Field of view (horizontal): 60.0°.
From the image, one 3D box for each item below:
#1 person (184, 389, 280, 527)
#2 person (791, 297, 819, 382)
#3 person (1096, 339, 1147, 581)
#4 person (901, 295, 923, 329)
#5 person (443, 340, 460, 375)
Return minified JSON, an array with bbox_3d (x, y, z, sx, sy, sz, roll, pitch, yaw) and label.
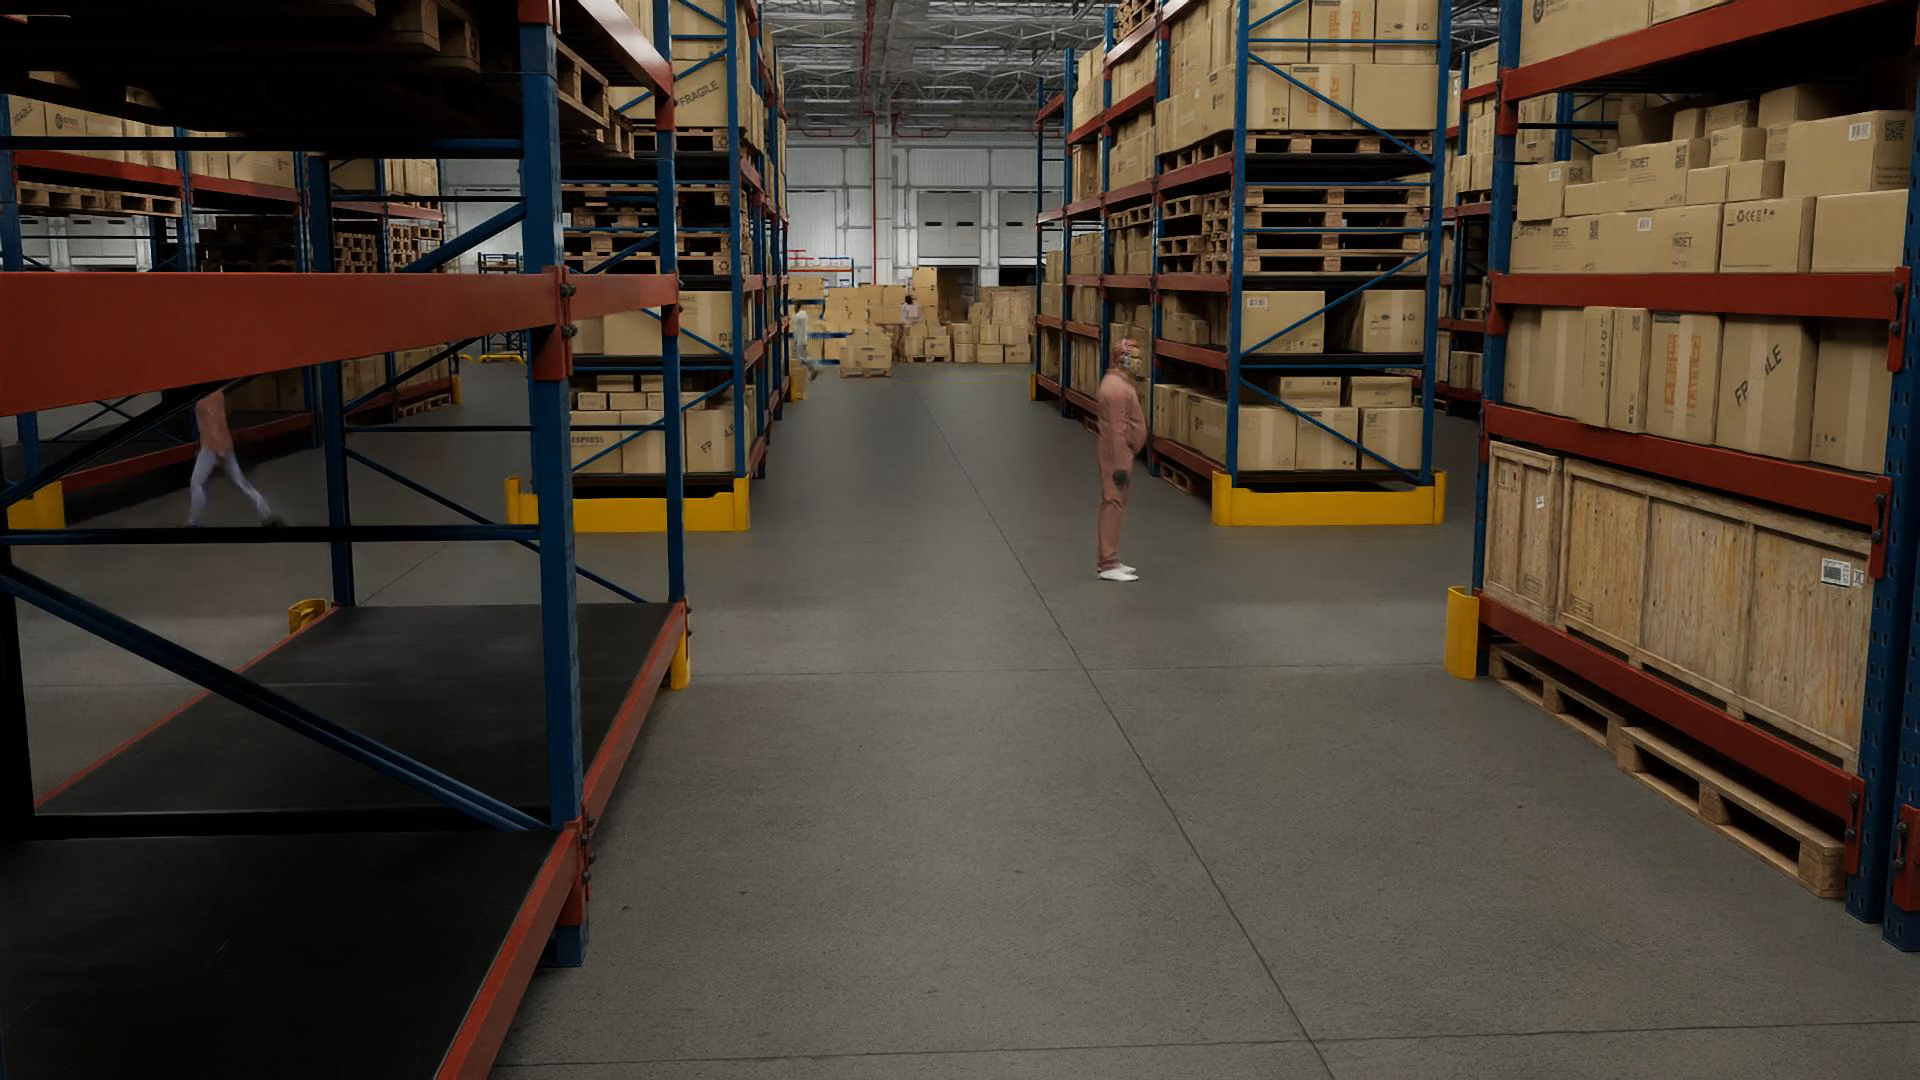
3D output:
[{"bbox_3d":[-6.751,-0.862,15.187,0.921,1.712,0.543,-2,9,-9],"label":"person"},{"bbox_3d":[-3.493,-4.391,36.707,0.528,1.921,0.637,-4,10,-25],"label":"person"},{"bbox_3d":[1.273,-0.635,13.174,0.403,1.904,0.651,1,9,4],"label":"person"},{"bbox_3d":[-1.396,-6.489,50.266,0.749,1.810,0.433,-3,9,-17],"label":"person"},{"bbox_3d":[-12.363,-4.975,40.230,0.612,1.963,0.363,2,9,15],"label":"person"}]
